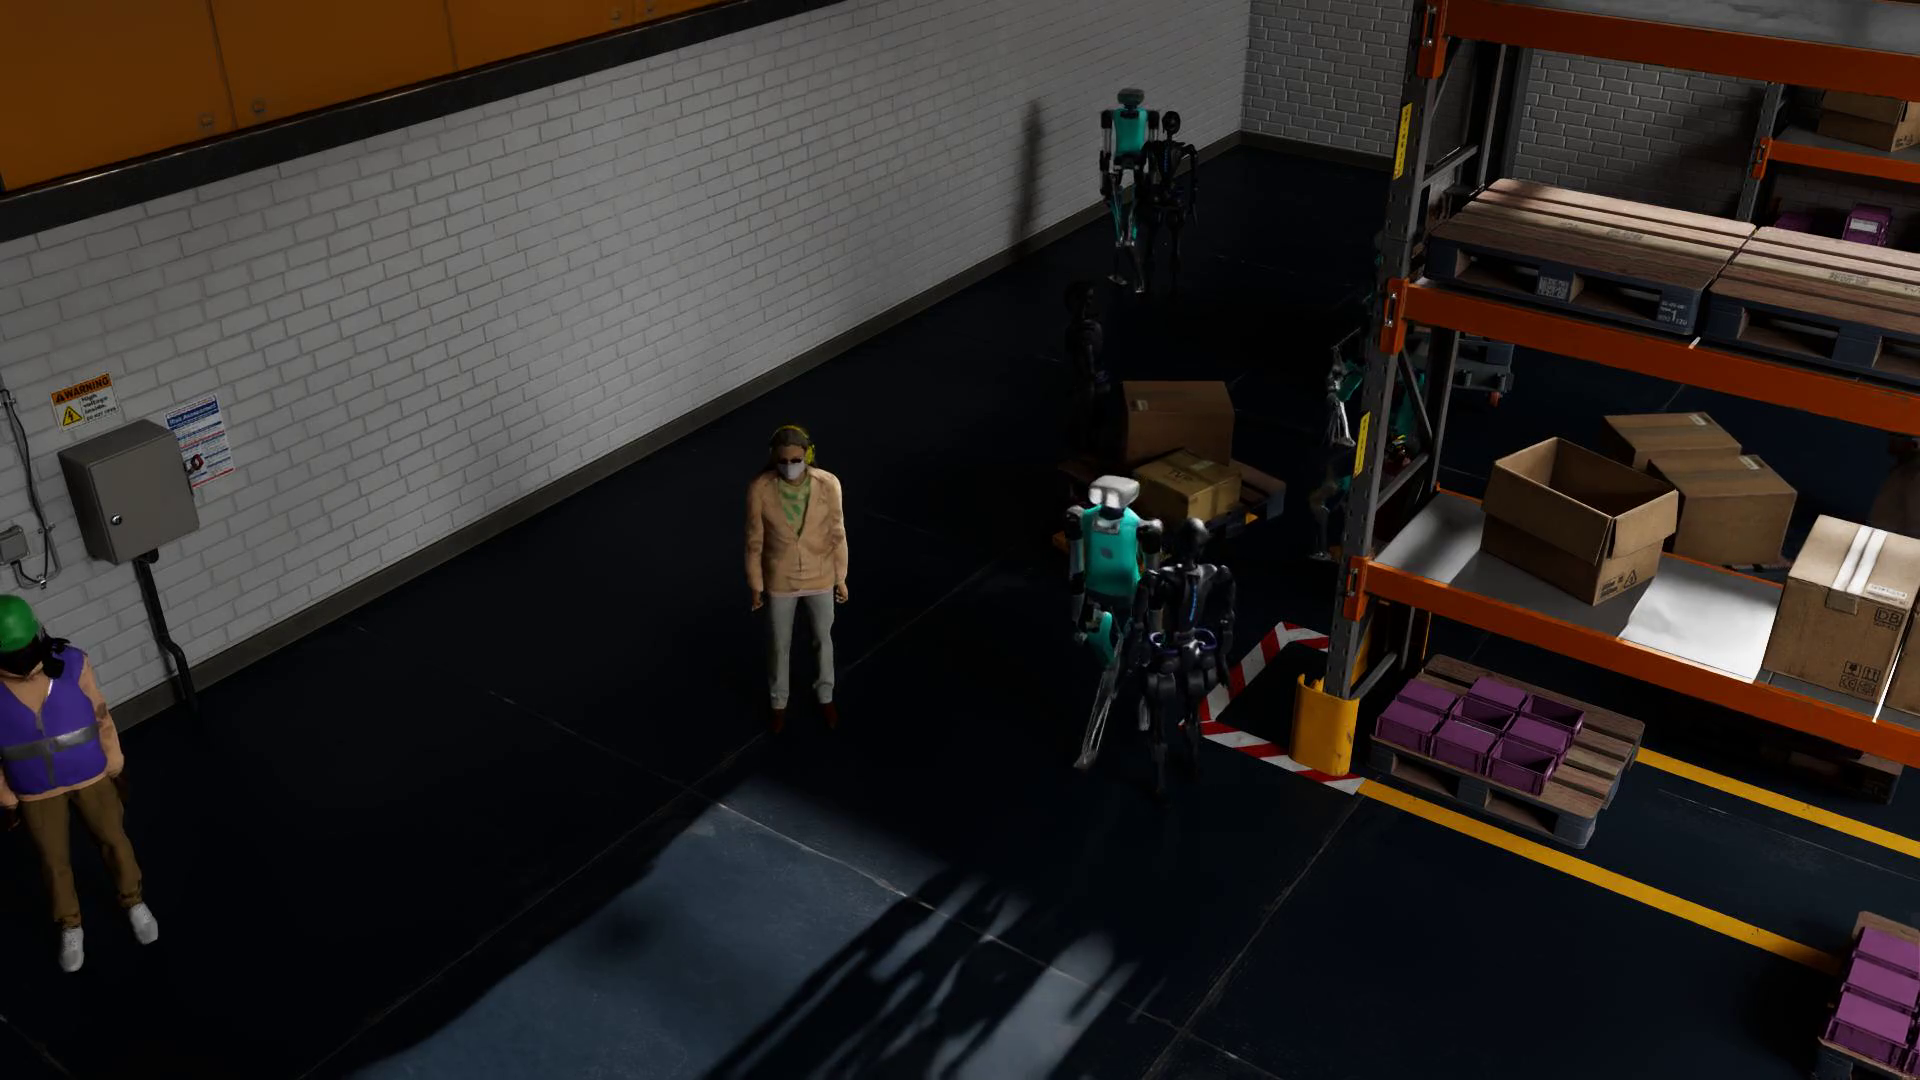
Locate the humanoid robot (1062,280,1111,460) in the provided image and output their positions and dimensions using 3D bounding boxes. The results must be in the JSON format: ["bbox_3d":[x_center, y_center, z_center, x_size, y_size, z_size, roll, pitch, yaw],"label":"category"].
[{"bbox_3d":[0.891,-1.013,11.400,0.440,1.642,0.607,-3,30,-5],"label":"humanoid robot"}]

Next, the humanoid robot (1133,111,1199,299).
[{"bbox_3d":[1.822,-2.983,14.791,0.599,1.657,0.315,9,31,15],"label":"humanoid robot"}]

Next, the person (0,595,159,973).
[{"bbox_3d":[-4.076,1.067,7.526,0.545,1.928,0.423,-18,35,-28],"label":"person"}]

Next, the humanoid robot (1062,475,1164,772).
[{"bbox_3d":[0.891,0.366,8.962,0.559,1.772,0.943,13,32,21],"label":"humanoid robot"}]

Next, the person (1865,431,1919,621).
[{"bbox_3d":[5.224,0.112,9.273,0.993,1.838,0.655,16,33,25],"label":"person"}]

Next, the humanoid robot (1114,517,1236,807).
[{"bbox_3d":[1.097,0.615,8.564,0.615,1.655,0.373,-6,31,-10],"label":"humanoid robot"}]

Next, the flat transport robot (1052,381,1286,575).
[{"bbox_3d":[1.366,-0.141,11.285,1.431,0.231,0.659,-23,37,-34],"label":"flat transport robot"}]

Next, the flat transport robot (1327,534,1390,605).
[{"bbox_3d":[3.178,0.145,10.788,1.431,0.231,0.659,-4,30,-6],"label":"flat transport robot"}]

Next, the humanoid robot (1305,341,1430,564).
[{"bbox_3d":[2.493,-0.456,10.394,0.993,1.754,0.563,11,32,18],"label":"humanoid robot"}]

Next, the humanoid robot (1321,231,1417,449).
[{"bbox_3d":[2.846,-1.377,12.083,0.712,1.909,0.540,19,35,30],"label":"humanoid robot"}]

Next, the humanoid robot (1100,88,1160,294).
[{"bbox_3d":[1.495,-3.061,14.880,0.586,1.767,0.879,6,30,10],"label":"humanoid robot"}]

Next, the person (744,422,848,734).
[{"bbox_3d":[-0.888,0.198,9.090,0.565,1.875,0.391,-5,30,-8],"label":"person"}]

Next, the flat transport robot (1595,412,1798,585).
[{"bbox_3d":[4.524,0.162,10.759,1.431,0.231,0.659,-2,30,-4],"label":"flat transport robot"}]
